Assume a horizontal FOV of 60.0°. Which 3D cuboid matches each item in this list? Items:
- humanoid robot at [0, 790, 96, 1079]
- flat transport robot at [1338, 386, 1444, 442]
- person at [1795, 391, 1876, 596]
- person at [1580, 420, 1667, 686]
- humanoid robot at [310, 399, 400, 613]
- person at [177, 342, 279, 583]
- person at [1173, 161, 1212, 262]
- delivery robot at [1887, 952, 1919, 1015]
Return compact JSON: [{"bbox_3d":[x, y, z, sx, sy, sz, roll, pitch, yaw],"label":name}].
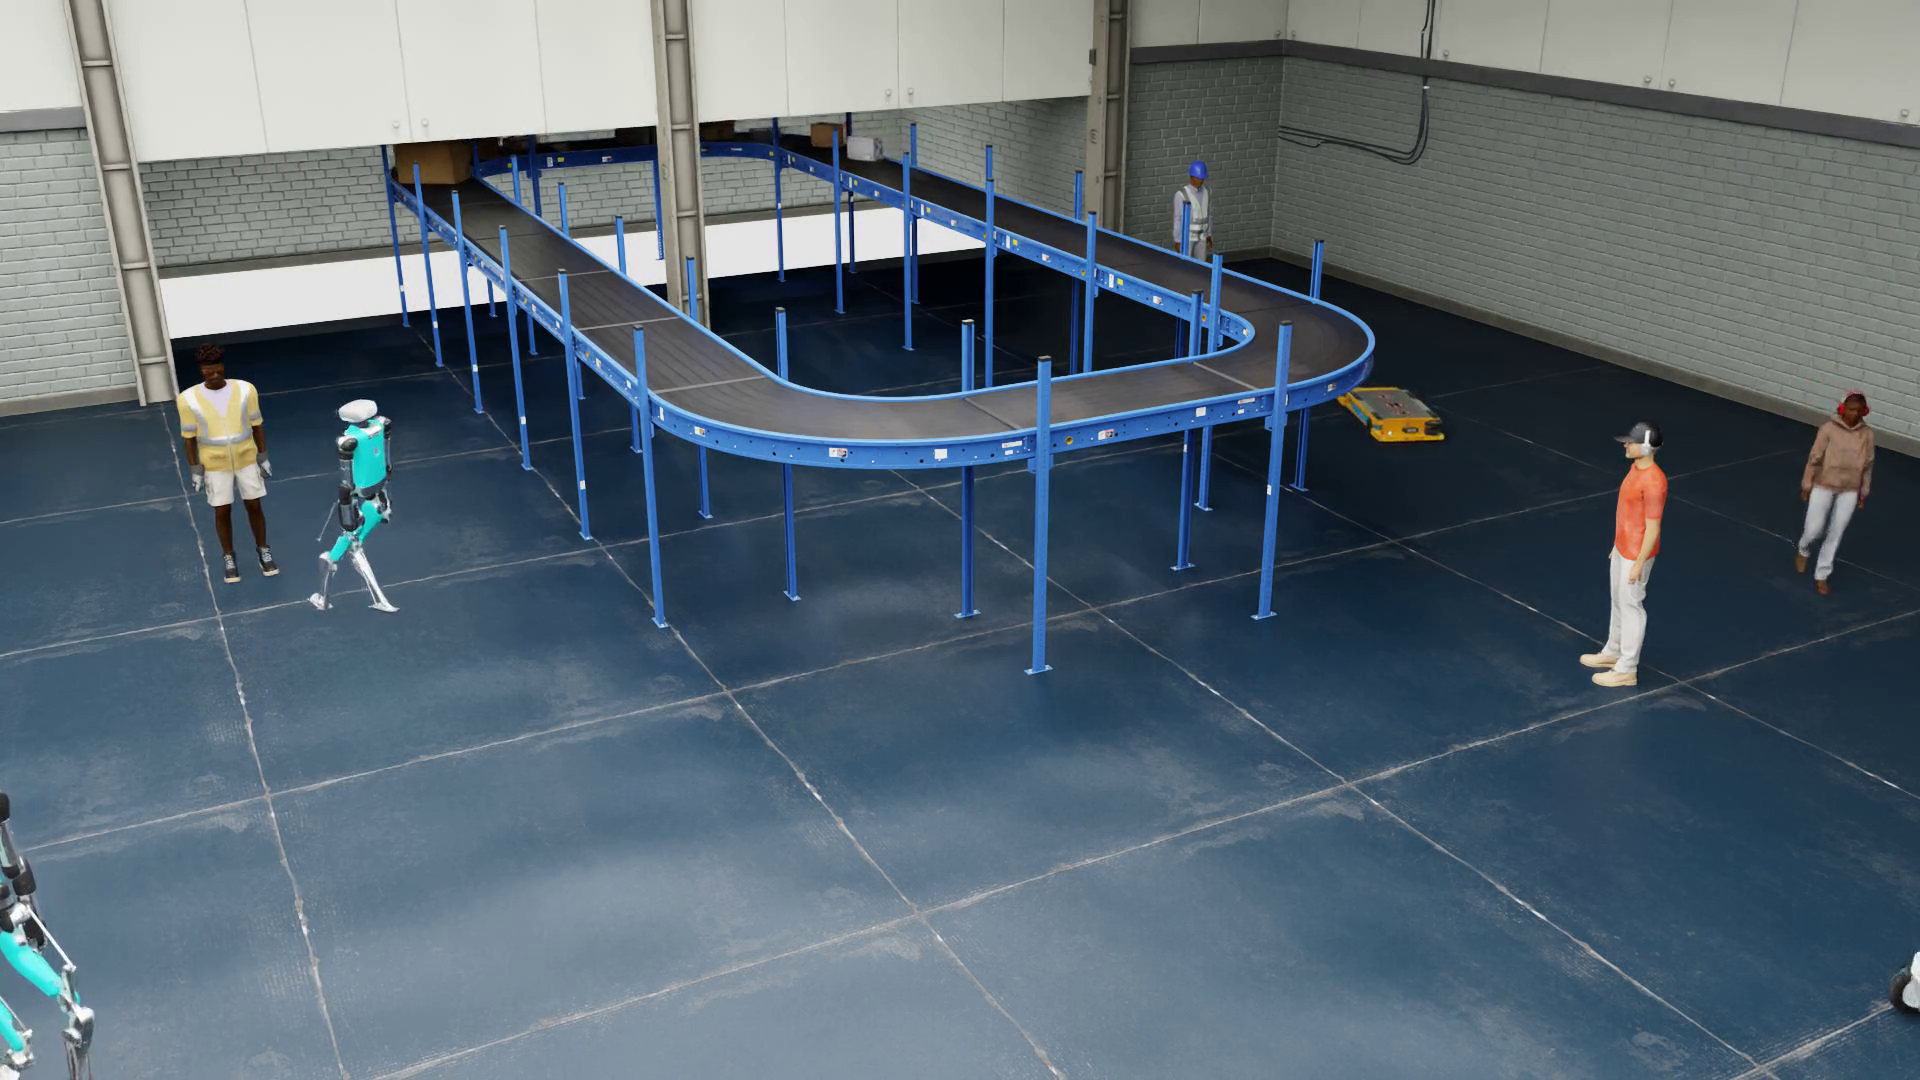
[{"bbox_3d":[-4.196,1.864,7.350,1.031,1.749,0.544,14,26,30],"label":"humanoid robot"},{"bbox_3d":[4.422,-1.312,17.118,0.659,0.231,1.431,-2,22,-4],"label":"flat transport robot"},{"bbox_3d":[6.837,-0.389,12.994,0.485,1.637,0.417,5,23,12],"label":"person"},{"bbox_3d":[4.590,0.089,11.469,0.410,1.910,0.480,2,22,5],"label":"person"},{"bbox_3d":[-4.650,-0.196,12.497,0.907,1.845,0.567,7,23,18],"label":"humanoid robot"},{"bbox_3d":[-5.789,-0.619,13.166,0.608,1.954,0.383,-14,26,-31],"label":"person"},{"bbox_3d":[2.971,-3.867,21.225,0.614,1.933,0.415,-15,26,-32],"label":"person"},{"bbox_3d":[4.979,2.201,8.040,0.765,0.585,0.499,0,22,0],"label":"delivery robot"}]
